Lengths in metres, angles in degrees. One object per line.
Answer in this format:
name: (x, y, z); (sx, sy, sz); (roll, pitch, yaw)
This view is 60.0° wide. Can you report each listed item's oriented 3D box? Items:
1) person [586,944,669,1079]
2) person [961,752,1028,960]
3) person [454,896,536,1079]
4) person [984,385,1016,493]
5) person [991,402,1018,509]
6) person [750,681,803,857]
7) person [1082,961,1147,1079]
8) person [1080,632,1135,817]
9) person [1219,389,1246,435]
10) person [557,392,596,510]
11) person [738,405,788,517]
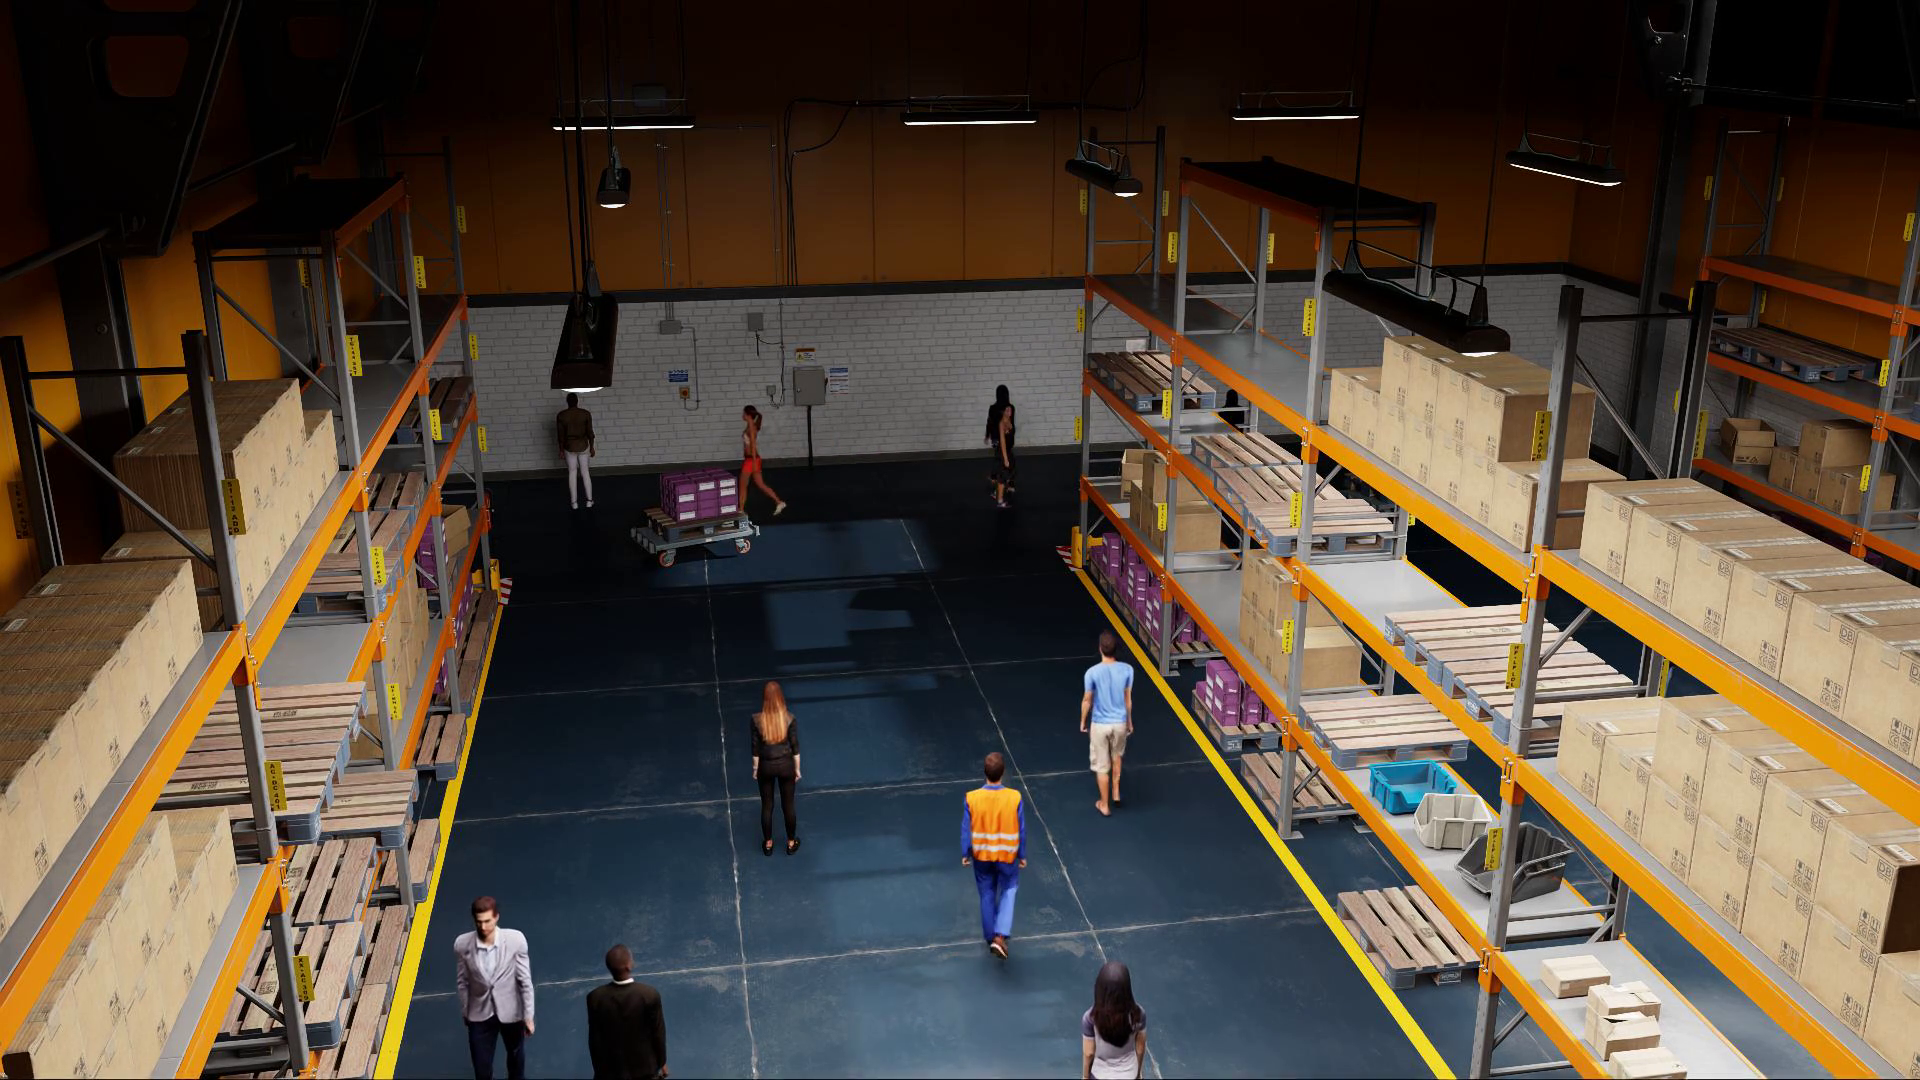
person: (-2.215, 3.523, 11.153); (0.664, 1.800, 0.554); (-2, 19, -7)
person: (0.288, 2.644, 13.678); (0.814, 1.855, 0.949); (1, 19, 3)
person: (-3.264, 3.296, 11.801); (0.701, 1.817, 1.068); (-3, 19, -9)
person: (0.690, -1.571, 26.467); (0.913, 1.680, 1.205); (-11, 22, -31)
person: (0.592, -1.307, 25.638); (0.777, 1.710, 0.695); (4, 19, 12)
person: (-1.714, 2.122, 15.452); (0.634, 1.712, 0.563); (-1, 19, -2)
person: (1.018, 3.580, 11.133); (0.590, 1.706, 0.520); (-4, 19, -11)
person: (1.471, 1.820, 16.132); (0.655, 1.850, 0.677); (-4, 19, -11)
person: (4.350, -1.647, 26.797); (0.579, 1.615, 0.566); (-3, 19, -10)
person: (-5.933, -1.394, 25.715); (0.750, 1.825, 0.594); (-5, 19, -16)
person: (-3.047, -1.151, 25.101); (0.755, 1.757, 1.102); (0, 19, -1)
